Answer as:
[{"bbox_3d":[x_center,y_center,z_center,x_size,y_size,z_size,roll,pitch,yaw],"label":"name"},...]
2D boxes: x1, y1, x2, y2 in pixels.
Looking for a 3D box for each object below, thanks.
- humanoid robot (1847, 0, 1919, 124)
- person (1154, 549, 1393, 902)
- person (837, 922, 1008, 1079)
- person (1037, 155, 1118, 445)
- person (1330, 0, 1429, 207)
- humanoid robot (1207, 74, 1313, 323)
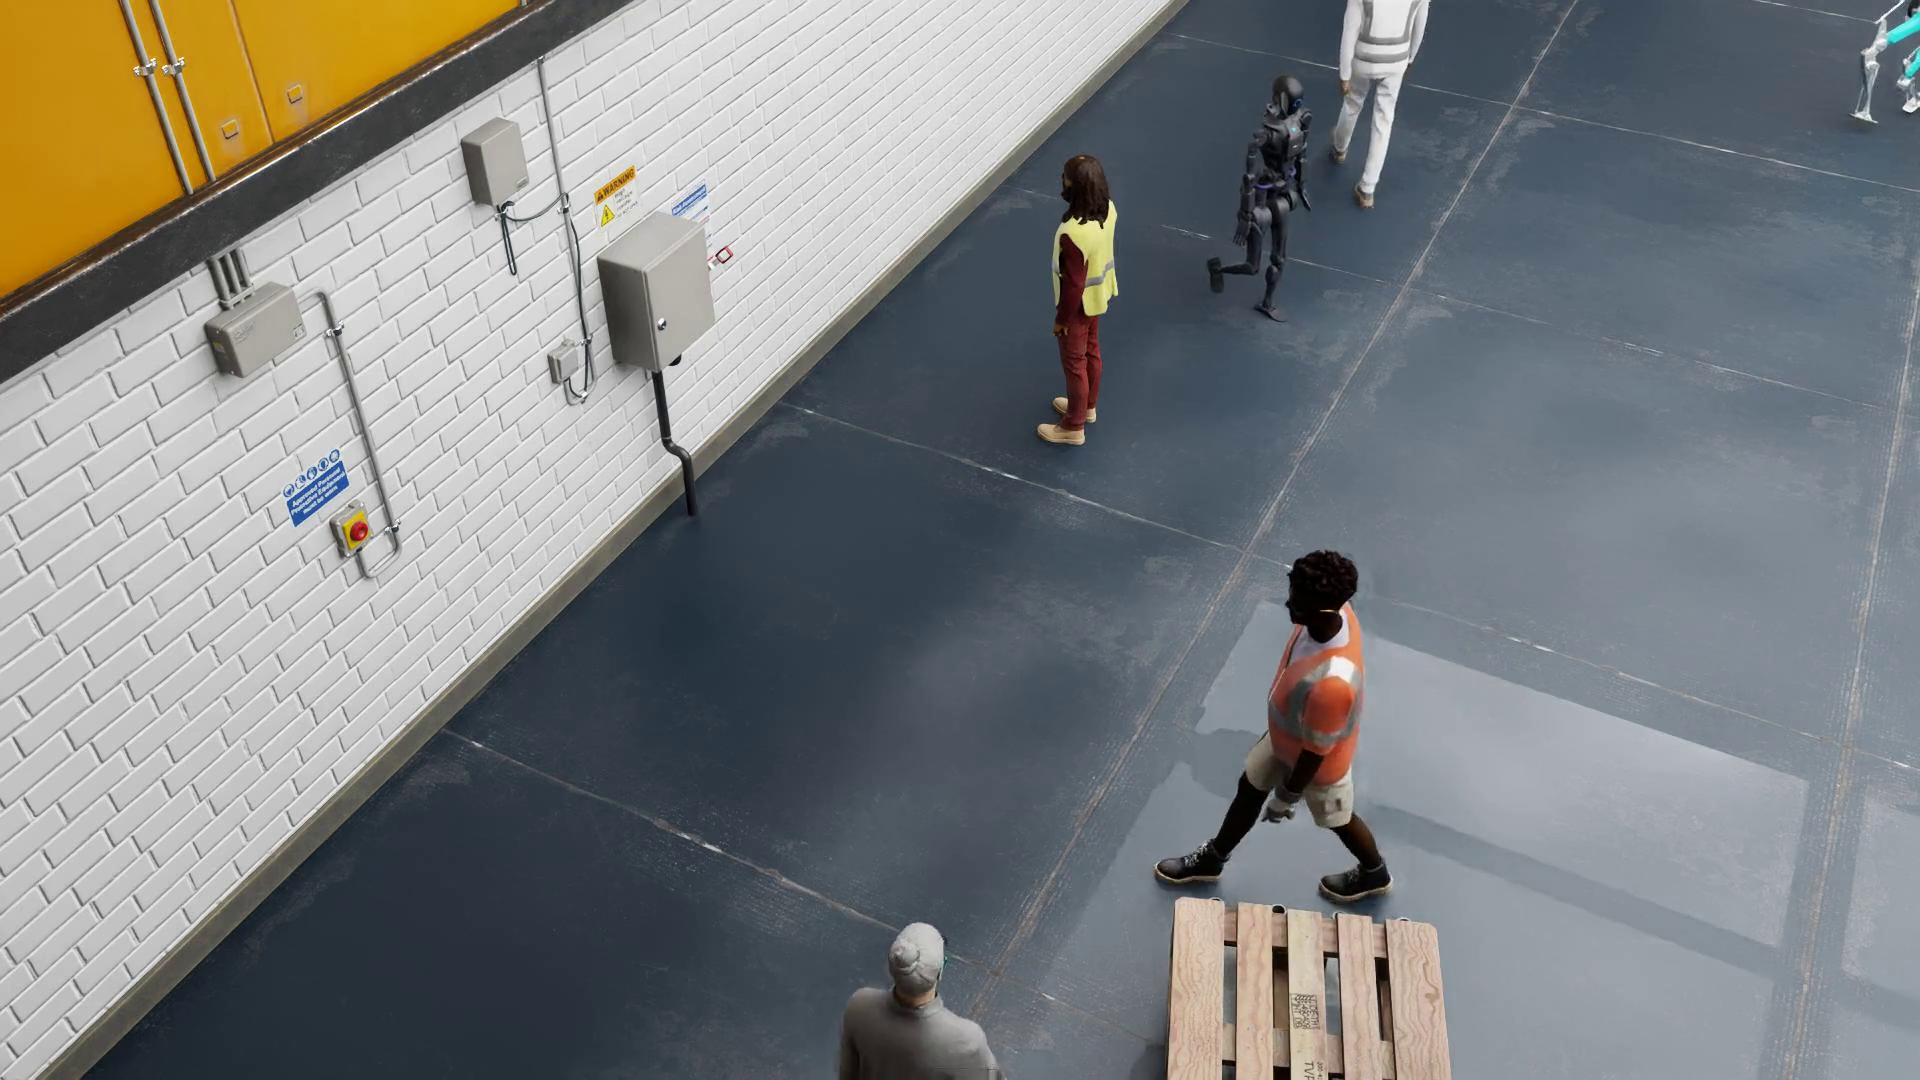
[{"bbox_3d":[7.029,-3.818,12.158,1.013,1.735,0.536,-19,44,-21],"label":"humanoid robot"},{"bbox_3d":[1.402,0.800,6.660,1.039,1.909,0.611,0,41,0],"label":"person"},{"bbox_3d":[-0.092,1.828,5.549,0.517,1.790,0.950,19,44,21],"label":"person"},{"bbox_3d":[0.668,-1.316,9.216,0.378,1.768,0.470,16,43,18],"label":"person"},{"bbox_3d":[2.875,-3.321,11.485,0.575,1.833,0.979,3,41,3],"label":"person"},{"bbox_3d":[1.876,-2.137,10.248,0.613,1.642,0.538,-29,49,-29],"label":"humanoid robot"}]
